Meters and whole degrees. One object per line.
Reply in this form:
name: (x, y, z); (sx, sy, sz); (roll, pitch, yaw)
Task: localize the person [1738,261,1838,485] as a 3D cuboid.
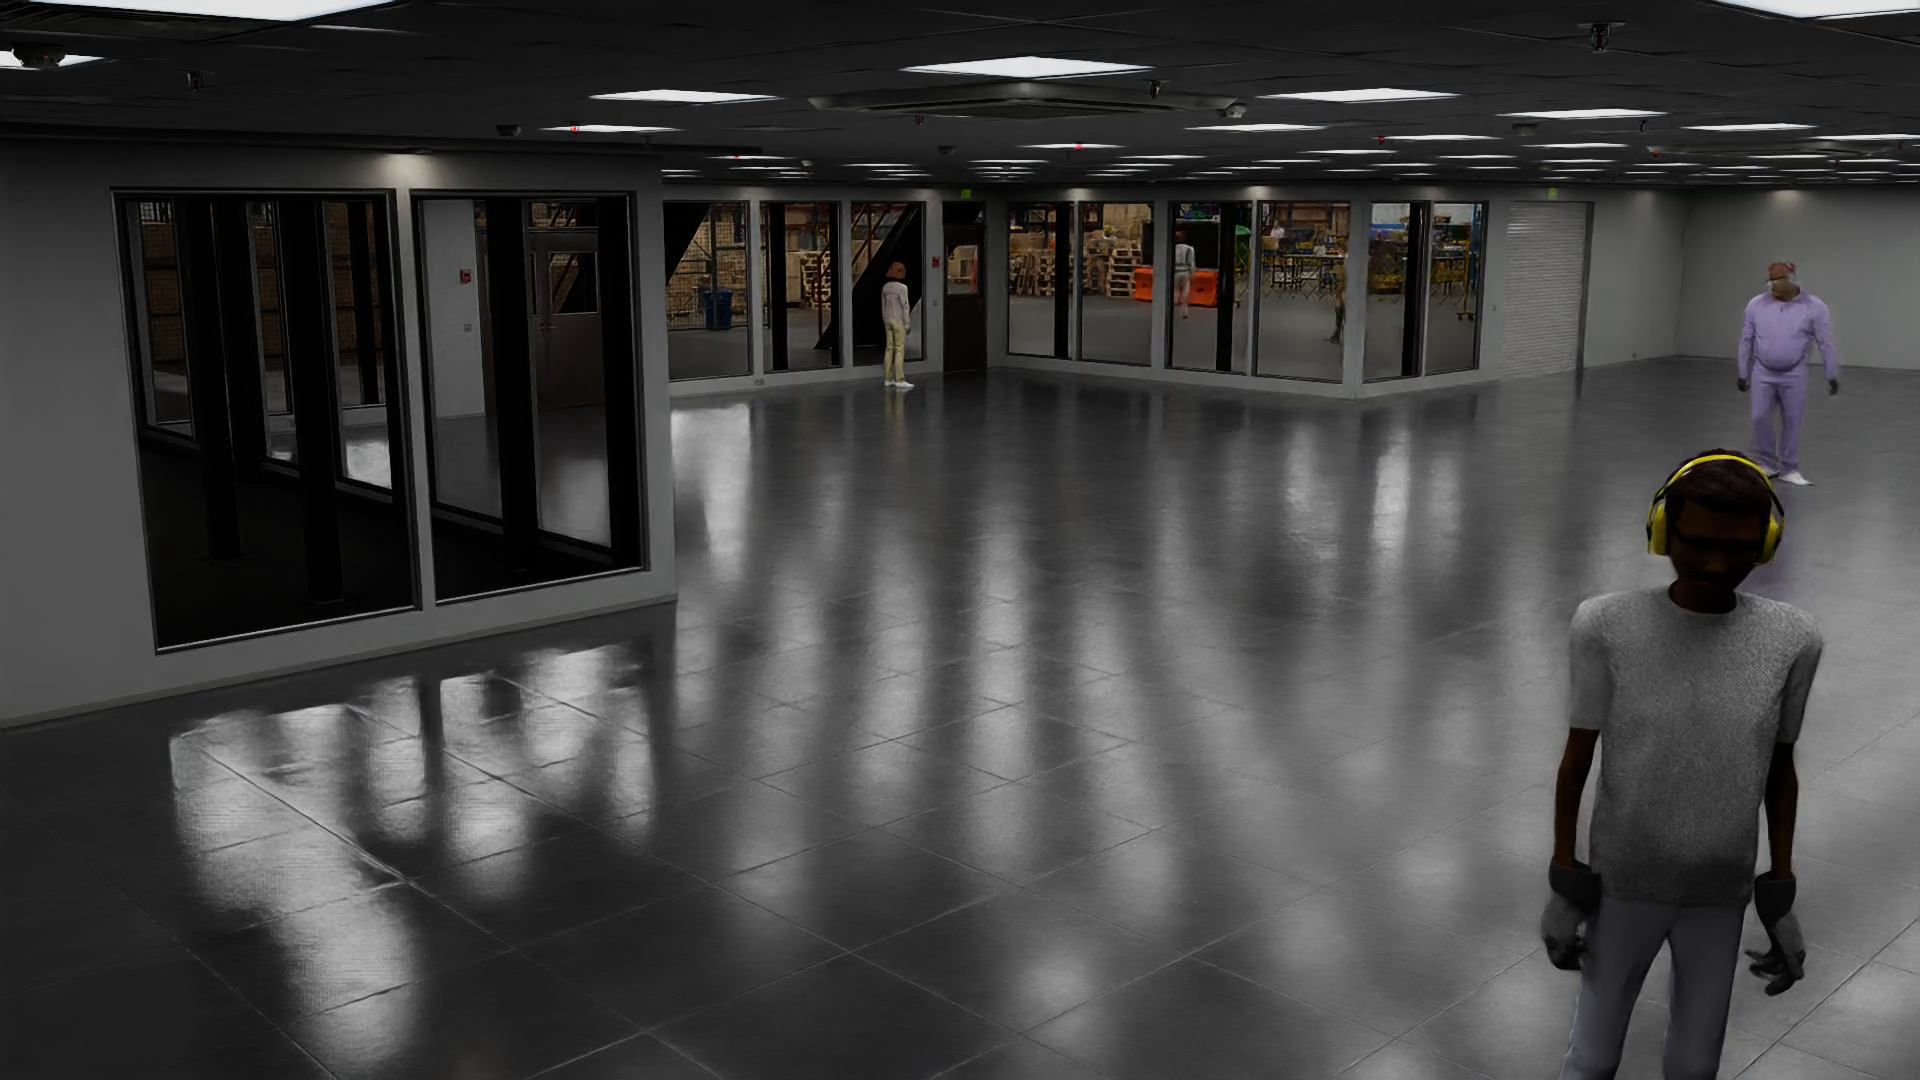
person: (6.983, -1.402, 14.057); (0.768, 1.889, 0.421); (8, 14, 34)

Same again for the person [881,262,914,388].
person: (-0.823, -2.802, 21.687); (0.274, 1.632, 0.507); (-10, 15, -40)

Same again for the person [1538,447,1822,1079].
person: (1.462, 0.733, 3.413); (0.517, 1.865, 0.328); (1, 11, 7)
